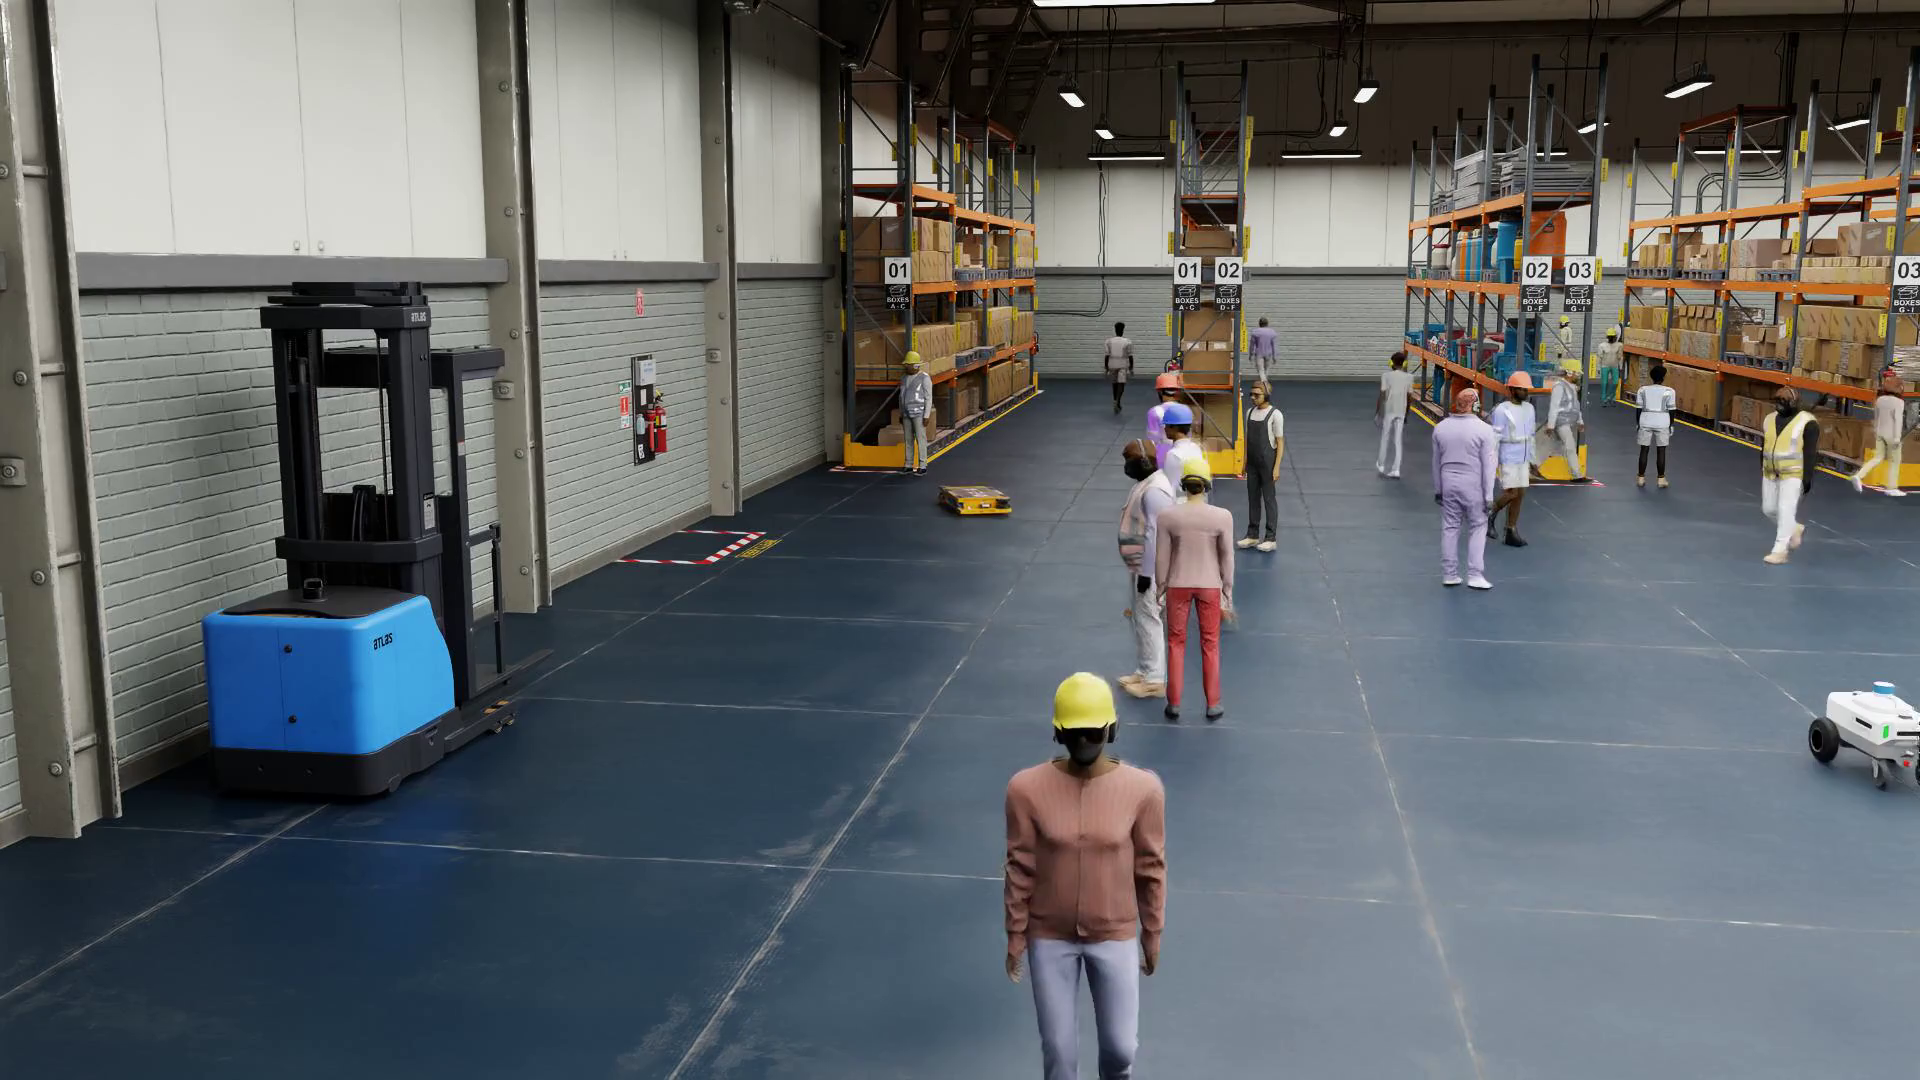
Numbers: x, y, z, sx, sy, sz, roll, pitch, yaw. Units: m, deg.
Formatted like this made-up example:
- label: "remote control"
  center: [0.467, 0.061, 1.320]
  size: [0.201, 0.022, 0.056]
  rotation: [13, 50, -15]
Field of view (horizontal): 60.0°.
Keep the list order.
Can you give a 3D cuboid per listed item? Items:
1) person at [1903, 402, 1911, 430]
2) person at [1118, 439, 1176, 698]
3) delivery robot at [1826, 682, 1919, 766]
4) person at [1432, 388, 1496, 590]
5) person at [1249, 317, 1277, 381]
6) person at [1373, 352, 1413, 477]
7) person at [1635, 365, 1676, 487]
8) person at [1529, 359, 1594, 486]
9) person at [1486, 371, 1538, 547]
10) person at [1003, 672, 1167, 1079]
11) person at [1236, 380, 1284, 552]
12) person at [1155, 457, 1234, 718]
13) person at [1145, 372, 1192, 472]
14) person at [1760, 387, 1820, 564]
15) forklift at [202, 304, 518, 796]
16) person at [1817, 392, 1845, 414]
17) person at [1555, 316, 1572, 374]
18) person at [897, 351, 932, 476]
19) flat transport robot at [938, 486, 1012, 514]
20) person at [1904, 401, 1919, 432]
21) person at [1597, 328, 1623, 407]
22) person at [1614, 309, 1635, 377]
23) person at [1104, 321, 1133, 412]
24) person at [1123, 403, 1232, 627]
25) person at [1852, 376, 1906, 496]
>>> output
- label: "person"
  center: [16.547, -2.652, 29.006]
  size: [0.394, 1.945, 0.618]
  rotation: [-3, 10, -20]
- label: "person"
  center: [1.336, 0.193, 11.846]
  size: [0.431, 1.827, 0.650]
  rotation: [0, 9, 1]
- label: "delivery robot"
  center: [5.536, 1.098, 10.004]
  size: [0.477, 0.478, 0.707]
  rotation: [0, 9, 0]
- label: "person"
  center: [4.786, -0.488, 15.793]
  size: [0.407, 1.908, 0.670]
  rotation: [-8, 12, -42]
- label: "person"
  center: [7.410, -4.505, 40.610]
  size: [0.626, 1.894, 1.009]
  rotation: [-2, 9, -11]
- label: "person"
  center: [6.341, -1.848, 24.468]
  size: [0.600, 1.809, 0.940]
  rotation: [0, 9, -2]
- label: "person"
  center: [9.706, -1.591, 23.231]
  size: [0.540, 1.697, 0.317]
  rotation: [6, 11, 35]
- label: "person"
  center: [8.527, -1.682, 23.605]
  size: [0.961, 1.777, 0.603]
  rotation: [6, 11, 34]
- label: "person"
  center: [6.069, -0.898, 18.269]
  size: [0.548, 1.922, 0.474]
  rotation: [-5, 11, -30]
- label: "person"
  center: [0.407, 1.269, 5.440]
  size: [0.526, 1.750, 0.532]
  rotation: [1, 9, 4]
- label: "person"
  center: [3.252, -0.807, 17.947]
  size: [0.326, 1.842, 0.517]
  rotation: [-7, 12, -37]
- label: "person"
  center: [1.579, 0.322, 11.228]
  size: [0.533, 1.765, 0.331]
  rotation: [1, 9, 9]
- label: "person"
  center: [2.242, -0.835, 17.874]
  size: [0.546, 1.920, 0.513]
  rotation: [-5, 10, -28]
- label: "person"
  center: [8.632, -0.688, 17.304]
  size: [0.678, 1.821, 0.628]
  rotation: [-5, 10, -29]
- label: "forklift"
  center: [-3.673, -0.038, 10.147]
  size: [1.129, 2.768, 1.873]
  rotation: [1, 9, 9]
- label: "person"
  center: [16.230, -3.004, 30.953]
  size: [0.600, 2.021, 0.877]
  rotation: [1, 9, 6]
- label: "person"
  center: [15.800, -4.960, 43.597]
  size: [0.404, 1.831, 0.600]
  rotation: [6, 11, 33]
- label: "person"
  center: [-0.686, -1.860, 24.485]
  size: [0.603, 1.828, 0.404]
  rotation: [8, 12, 42]
- label: "flat transport robot"
  center: [0.179, -0.518, 21.136]
  size: [0.652, 0.197, 1.431]
  rotation: [-2, 9, -12]
- label: "person"
  center: [16.084, -2.295, 27.836]
  size: [0.519, 1.606, 0.595]
  rotation: [-2, 9, -12]
- label: "person"
  center: [14.355, -3.804, 36.718]
  size: [0.558, 1.745, 0.568]
  rotation: [2, 9, 12]
- label: "person"
  center: [16.800, -4.763, 41.872]
  size: [0.536, 2.000, 0.678]
  rotation: [-9, 13, -44]
- label: "person"
  center: [3.376, -3.698, 35.522]
  size: [0.607, 1.939, 0.908]
  rotation: [3, 10, 19]
- label: "person"
  center: [1.888, -0.203, 14.061]
  size: [0.984, 1.905, 0.622]
  rotation: [4, 10, 24]
- label: "person"
  center: [12.353, -1.385, 22.242]
  size: [0.697, 1.613, 0.504]
  rotation: [-2, 9, -11]
